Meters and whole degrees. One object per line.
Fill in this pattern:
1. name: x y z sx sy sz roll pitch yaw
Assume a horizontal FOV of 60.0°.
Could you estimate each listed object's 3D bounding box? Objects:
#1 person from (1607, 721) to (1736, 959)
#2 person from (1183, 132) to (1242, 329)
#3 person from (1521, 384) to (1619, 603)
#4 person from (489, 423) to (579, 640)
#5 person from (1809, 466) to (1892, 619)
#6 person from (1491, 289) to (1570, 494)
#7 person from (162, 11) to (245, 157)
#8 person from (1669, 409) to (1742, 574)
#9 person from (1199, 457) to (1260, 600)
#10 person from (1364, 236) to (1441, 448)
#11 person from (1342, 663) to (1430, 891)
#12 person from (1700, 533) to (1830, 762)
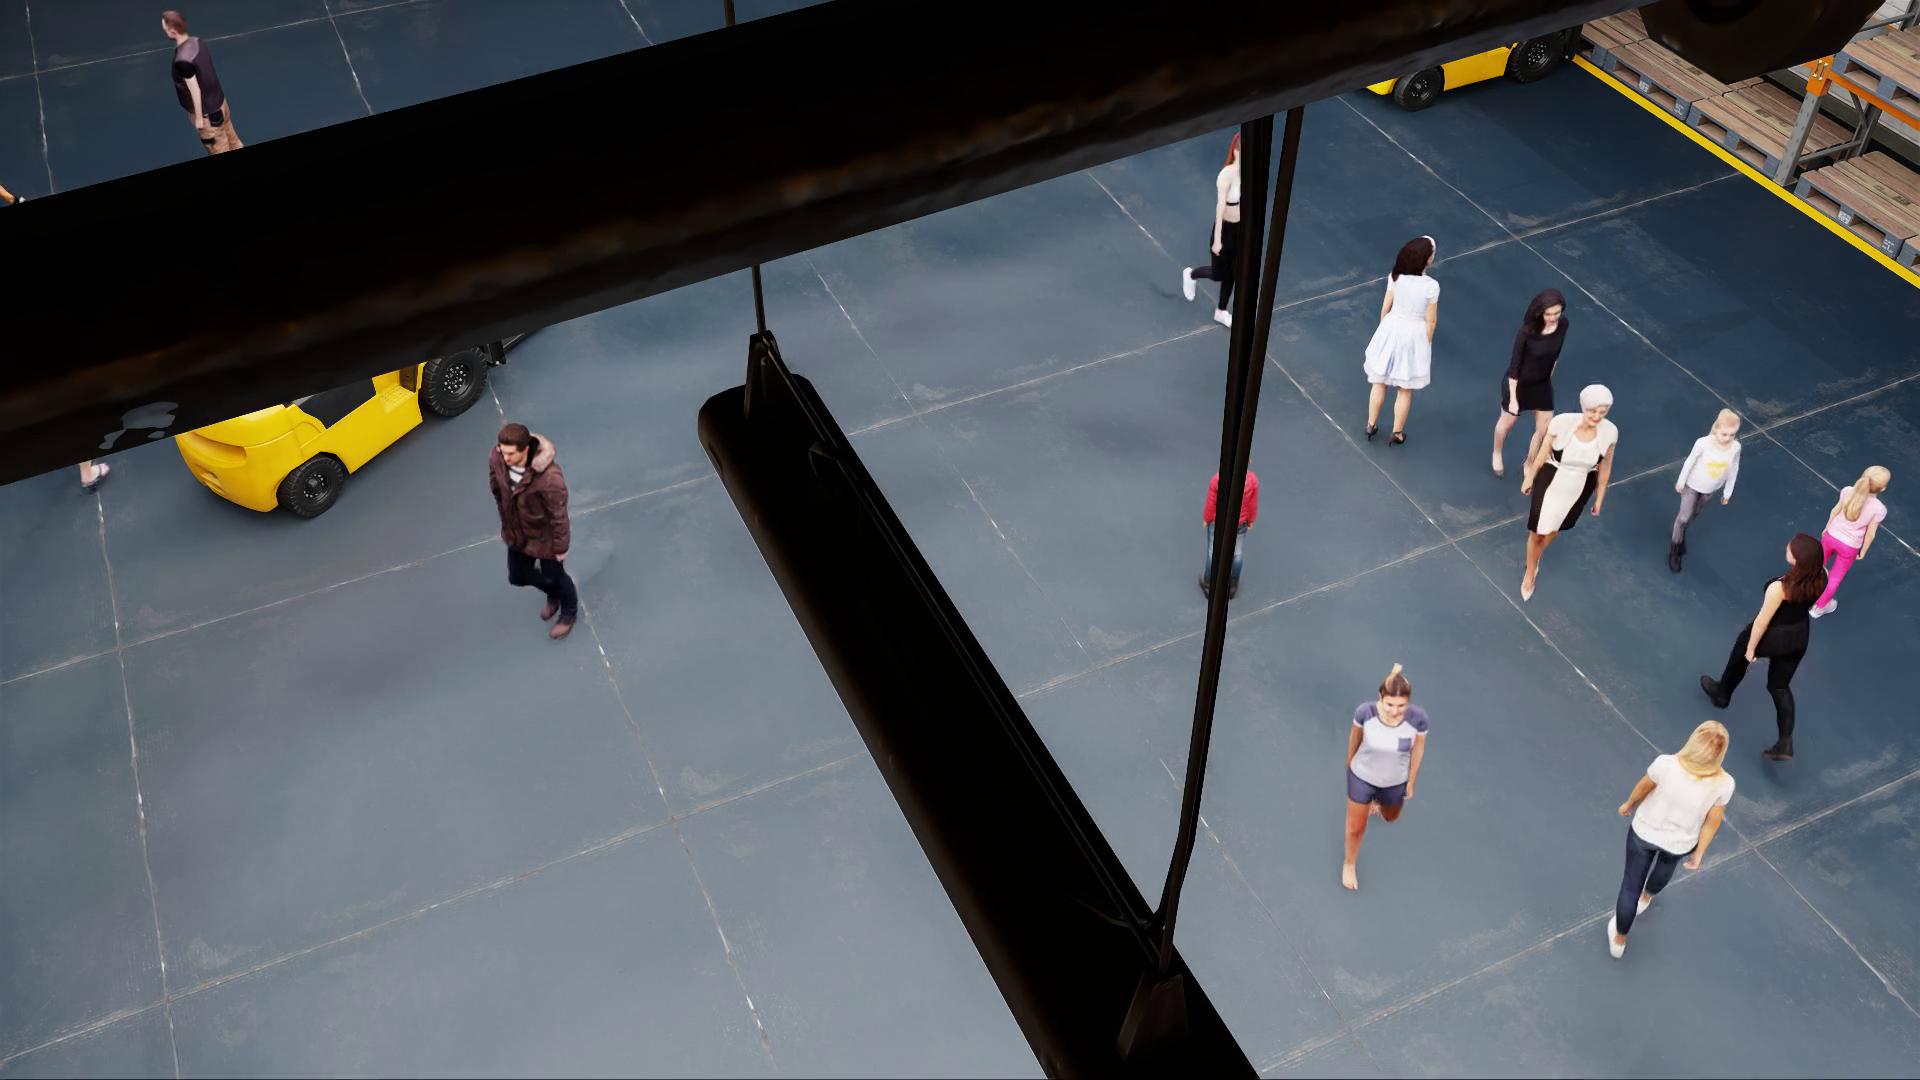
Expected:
1. person: 3.855 1.705 9.123 0.877 1.787 0.944 12 45 12
2. person: 2.139 -2.555 13.635 0.746 1.730 0.947 -31 51 -28
3. person: 4.121 -0.413 11.384 0.860 1.734 0.921 7 44 8
4. person: -2.747 -0.115 11.001 0.853 1.831 0.942 20 47 20
5. person: 5.999 -0.008 11.294 0.572 1.272 0.477 -27 50 -26
6. person: 4.080 -1.152 12.130 0.663 1.776 0.733 -13 45 -13
7. person: -6.766 -3.904 14.972 0.813 1.840 0.650 -4 44 -4
8. person: 5.228 -0.434 11.745 0.665 1.267 0.767 1 44 1
9. person: 1.841 -0.129 11.389 0.581 1.316 0.597 0 44 0
10. person: 3.303 -1.460 12.427 0.821 1.812 0.899 26 50 25
11. person: 2.449 1.305 9.676 0.885 1.602 1.013 8 44 8
12. person: 5.105 0.672 10.302 0.740 1.657 1.151 -8 44 -9
